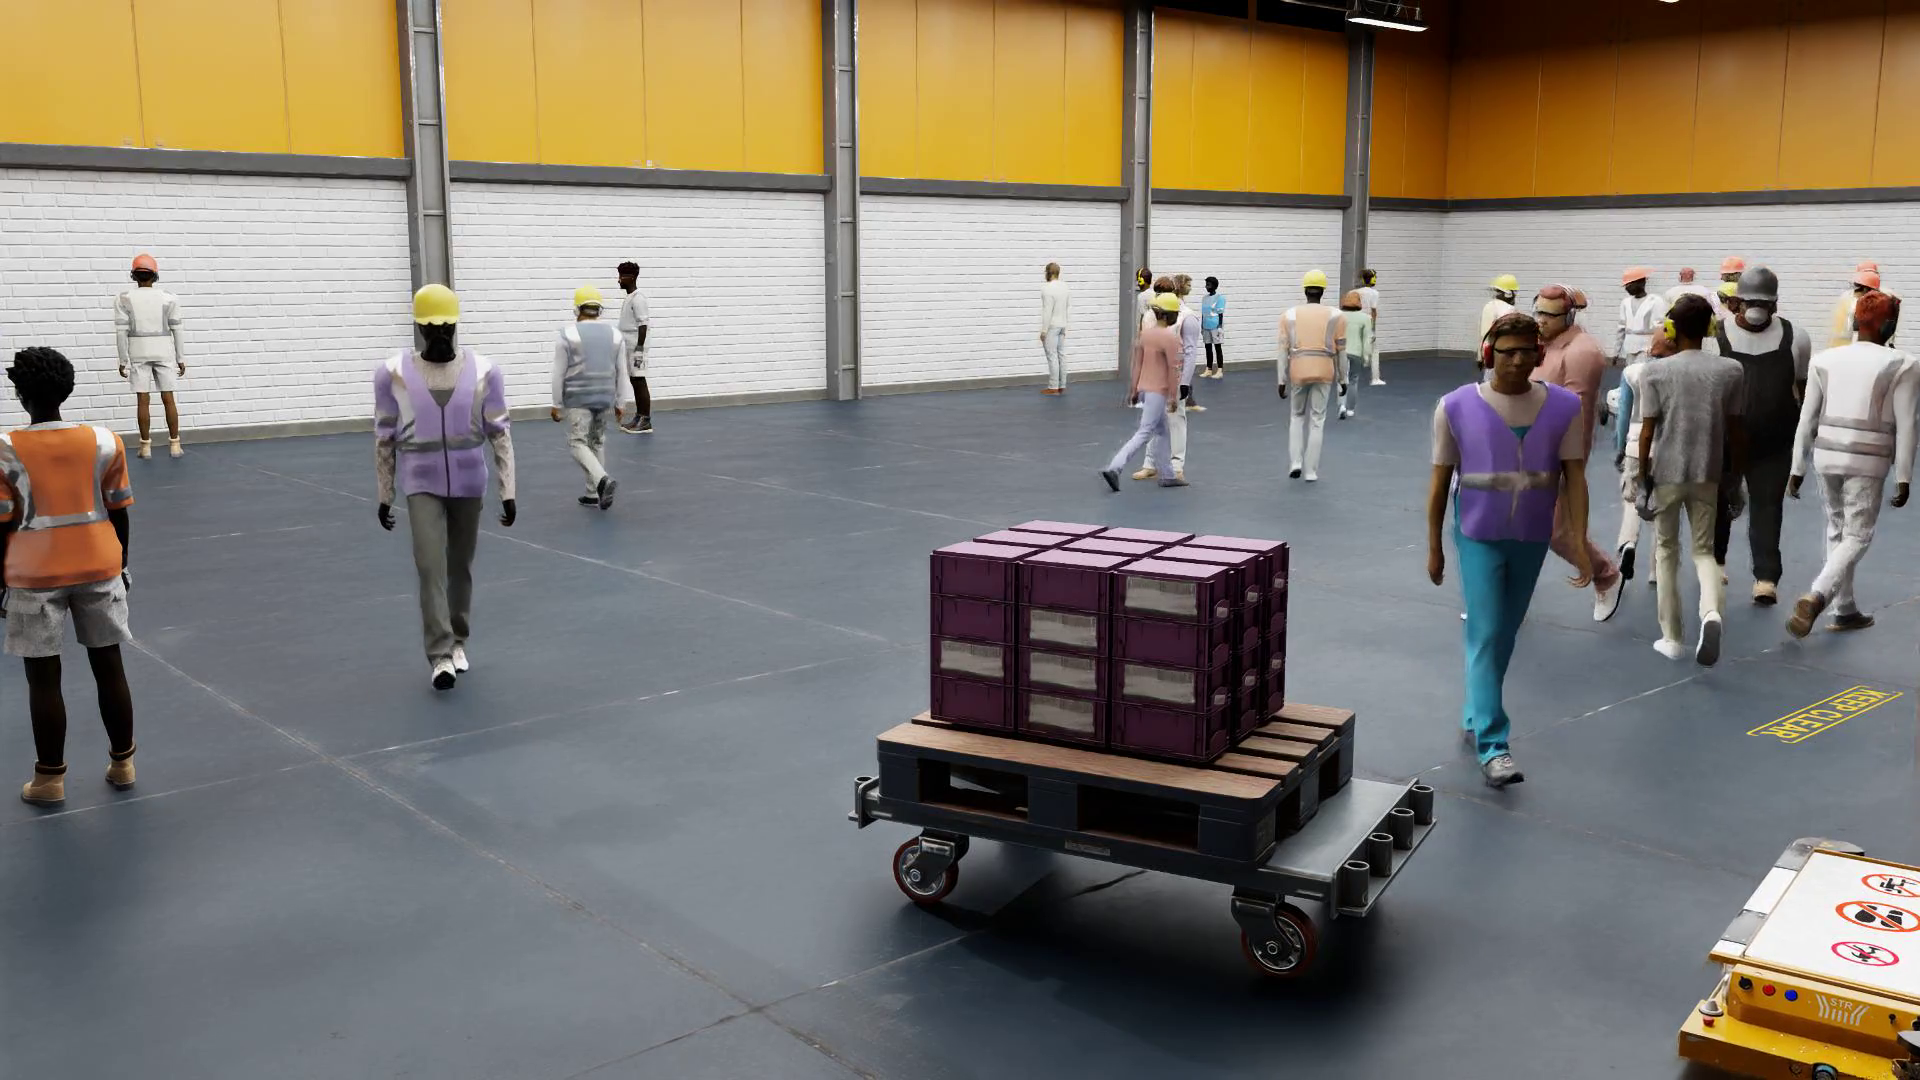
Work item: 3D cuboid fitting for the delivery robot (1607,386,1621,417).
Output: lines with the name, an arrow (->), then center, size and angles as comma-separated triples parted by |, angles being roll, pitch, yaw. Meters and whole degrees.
delivery robot -> 7.861, -1.639, 19.608 | 0.477, 0.478, 0.707 | 2, 10, 12

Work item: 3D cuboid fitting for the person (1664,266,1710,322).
person -> 10.740, -3.105, 24.616 | 0.645, 1.875, 0.868 | 4, 11, 23

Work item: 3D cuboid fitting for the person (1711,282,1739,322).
person -> 8.434, -2.007, 18.570 | 0.667, 1.745, 0.525 | -5, 11, -29

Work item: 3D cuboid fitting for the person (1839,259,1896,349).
person -> 10.958, -2.399, 20.142 | 0.660, 1.984, 0.536 | 6, 11, 32

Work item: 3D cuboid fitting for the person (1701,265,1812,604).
person -> 4.680, -0.680, 9.923 | 0.698, 2.000, 1.033 | 3, 10, 18

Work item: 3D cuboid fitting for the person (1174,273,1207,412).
person -> 2.758, -2.526, 21.427 | 0.848, 1.807, 0.527 | 0, 10, -1

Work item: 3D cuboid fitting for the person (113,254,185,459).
person -> -8.104, -1.832, 16.659 | 0.615, 2.042, 0.374 | -5, 11, -29

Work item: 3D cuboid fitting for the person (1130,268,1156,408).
person -> 2.469, -2.679, 22.149 | 0.337, 1.864, 0.513 | 6, 11, 31

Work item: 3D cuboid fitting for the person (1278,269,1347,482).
person -> 3.173, -1.477, 14.999 | 0.601, 1.902, 0.547 | 3, 10, 16

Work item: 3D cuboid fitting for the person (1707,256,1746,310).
person -> 8.651, -2.169, 18.681 | 0.443, 2.024, 0.645 | -8, 13, -39

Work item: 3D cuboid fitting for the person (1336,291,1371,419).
person -> 4.865, -2.320, 20.807 | 0.508, 1.599, 0.803 | 2, 10, 12

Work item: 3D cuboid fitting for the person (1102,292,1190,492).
person -> 1.610, -1.274, 14.342 | 0.885, 1.723, 0.540 | -4, 11, -23

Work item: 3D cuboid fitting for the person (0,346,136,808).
person -> -3.319, 0.136, 6.146 | 0.318, 1.699, 0.535 | 9, 13, 42

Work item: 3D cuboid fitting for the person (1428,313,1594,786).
person -> 2.138, 0.036, 6.435 | 0.566, 1.800, 0.909 | -1, 10, -4

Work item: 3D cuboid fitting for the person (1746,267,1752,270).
person -> 10.182, -2.591, 21.567 | 0.337, 1.882, 0.584 | 7, 12, 35

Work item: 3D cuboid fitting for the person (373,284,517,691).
person -> -2.394, -0.242, 7.798 | 0.617, 1.880, 0.945 | -4, 11, -23

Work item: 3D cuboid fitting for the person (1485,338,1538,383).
person -> 3.536, -0.569, 10.482 | 0.519, 1.618, 0.504 | 3, 10, 15

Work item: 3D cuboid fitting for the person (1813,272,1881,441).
person -> 9.671, -1.969, 18.029 | 1.033, 1.847, 0.621 | 0, 10, -2

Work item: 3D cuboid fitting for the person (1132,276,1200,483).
person -> 1.828, -1.431, 14.903 | 0.429, 1.844, 0.627 | -9, 13, -43

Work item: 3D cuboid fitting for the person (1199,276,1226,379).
person -> 4.173, -3.511, 27.525 | 0.319, 1.693, 0.532 | -7, 12, -34

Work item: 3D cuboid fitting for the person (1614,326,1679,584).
person -> 4.234, -0.508, 10.126 | 0.518, 1.620, 0.541 | 6, 11, 32

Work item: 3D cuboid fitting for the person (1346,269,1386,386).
person -> 6.288, -3.307, 25.951 | 0.941, 1.826, 0.529 | -7, 12, -34

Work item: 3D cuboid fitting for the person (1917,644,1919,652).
person -> 5.435, -0.303, 8.235 | 1.042, 1.882, 0.633 | 2, 10, 12

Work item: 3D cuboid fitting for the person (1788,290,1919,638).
person -> 4.667, -0.381, 8.751 | 0.836, 1.856, 0.595 | -6, 11, -32

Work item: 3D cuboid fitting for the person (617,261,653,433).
person -> -3.733, -2.205, 19.065 | 0.363, 1.963, 0.612 | -4, 10, -21

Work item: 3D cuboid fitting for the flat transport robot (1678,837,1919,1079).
flat transport robot -> 2.469, 1.132, 4.484 | 0.652, 0.197, 1.431 | 7, 12, 36

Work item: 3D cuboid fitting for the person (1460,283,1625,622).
person -> 3.216, -0.440, 8.978 | 0.749, 1.879, 0.667 | -2, 10, -9

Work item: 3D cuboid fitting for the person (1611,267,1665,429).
person -> 7.646, -2.123, 18.811 | 0.607, 1.892, 0.618 | -5, 11, -28

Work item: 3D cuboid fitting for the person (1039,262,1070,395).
person -> 1.369, -3.075, 24.243 | 0.352, 1.937, 0.635 | 6, 12, 33

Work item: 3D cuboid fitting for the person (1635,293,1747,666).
person -> 3.591, -0.280, 8.162 | 0.549, 1.844, 0.674 | 2, 10, 10

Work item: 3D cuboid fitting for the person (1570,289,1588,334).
person -> 7.182, -2.112, 19.496 | 0.264, 1.632, 0.508 | 6, 11, 30

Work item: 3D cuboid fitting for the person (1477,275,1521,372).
person -> 6.142, -2.047, 18.594 | 0.792, 1.800, 0.626 | -2, 10, -9

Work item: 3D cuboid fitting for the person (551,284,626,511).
person -> -2.911, -1.117, 13.159 | 0.605, 1.809, 0.707 | -9, 13, -42
